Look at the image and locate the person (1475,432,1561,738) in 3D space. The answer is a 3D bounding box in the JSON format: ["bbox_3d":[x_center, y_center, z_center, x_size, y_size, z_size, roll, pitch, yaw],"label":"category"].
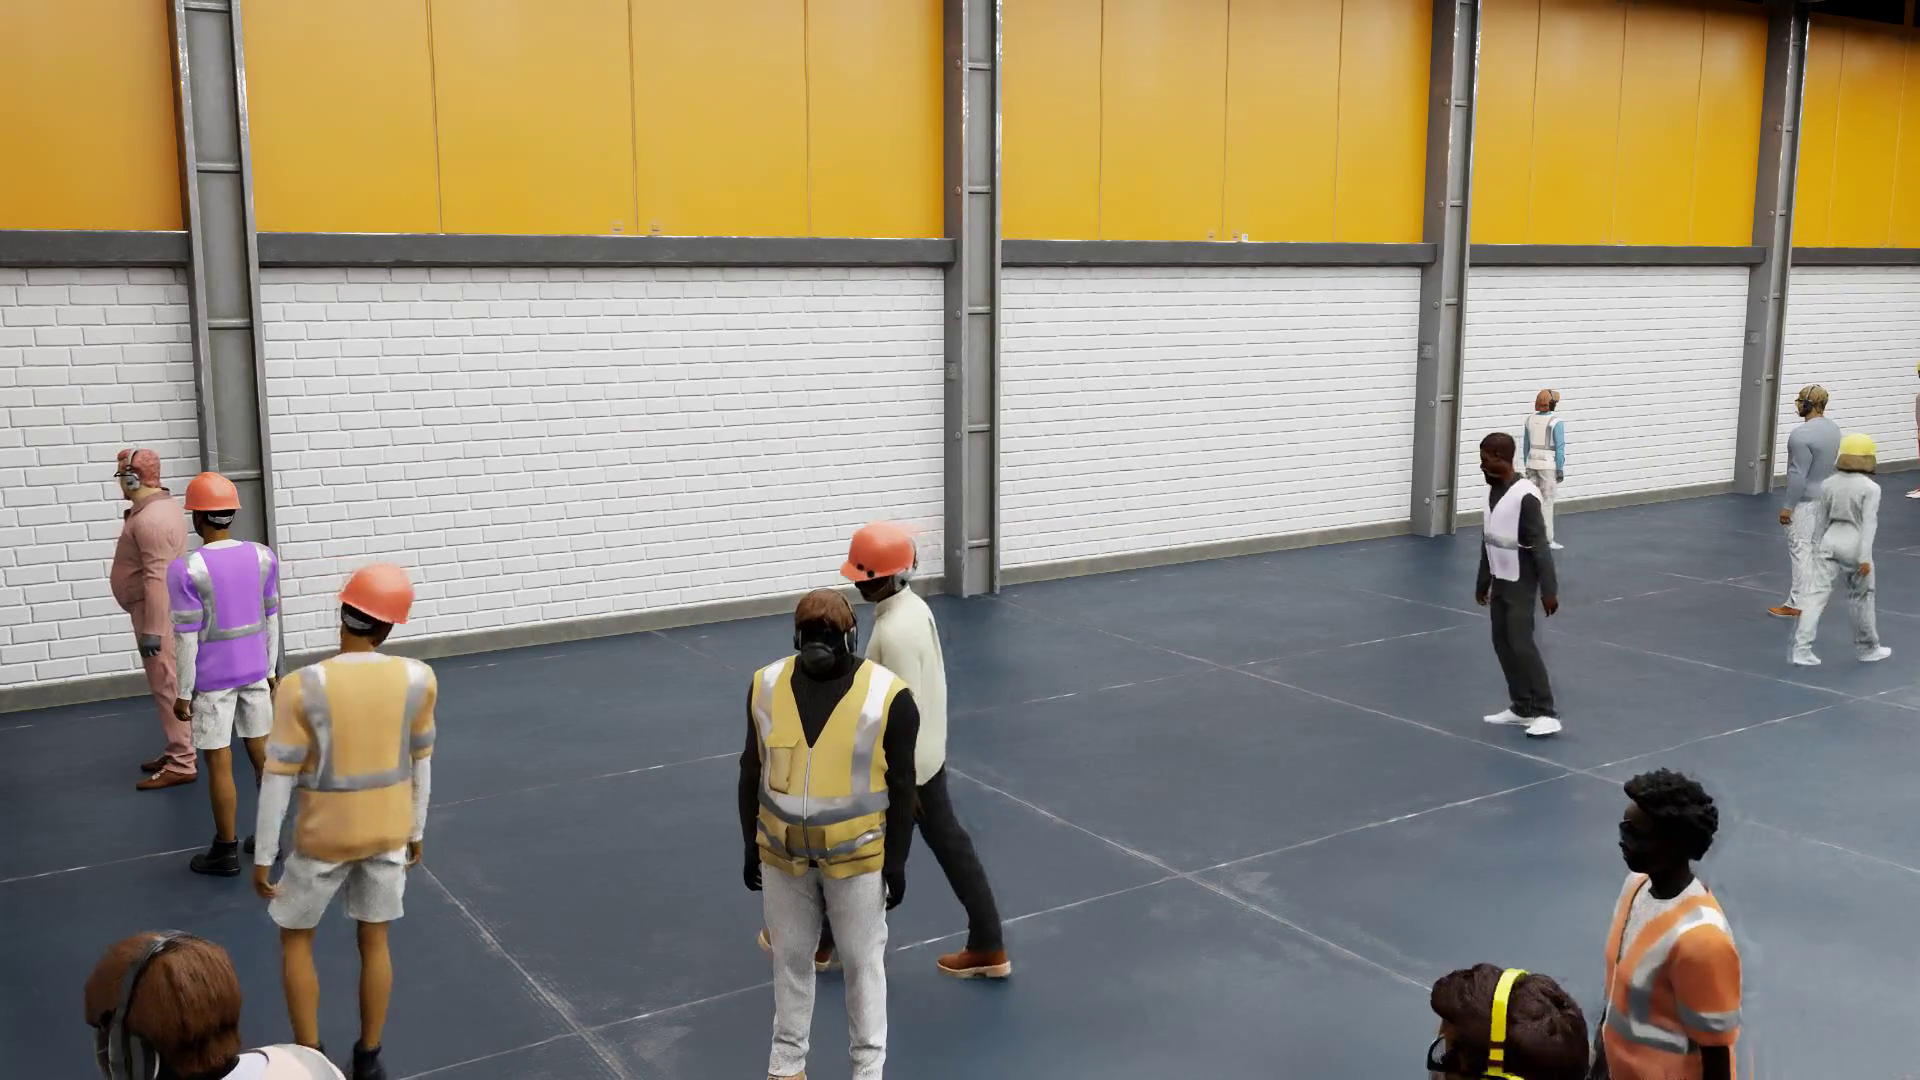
[{"bbox_3d":[3.478,0.266,10.408,0.452,1.872,0.652,-1,9,-7],"label":"person"}]

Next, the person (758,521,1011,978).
[{"bbox_3d":[-0.273,0.856,6.723,1.069,1.914,0.678,1,10,8],"label":"person"}]

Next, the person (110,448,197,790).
[{"bbox_3d":[-4.516,0.434,9.308,0.399,1.905,0.643,-3,10,-18],"label":"person"}]

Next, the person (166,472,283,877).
[{"bbox_3d":[-3.521,0.640,7.965,0.359,1.938,0.545,6,11,31],"label":"person"}]

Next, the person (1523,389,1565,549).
[{"bbox_3d":[5.988,-0.724,17.075,0.309,1.641,0.512,-5,11,-28],"label":"person"}]

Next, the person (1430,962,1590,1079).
[{"bbox_3d":[0.858,1.571,2.633,0.577,1.843,0.543,5,11,29],"label":"person"}]

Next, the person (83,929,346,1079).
[{"bbox_3d":[-1.277,1.541,2.825,0.429,1.840,0.633,2,10,12],"label":"person"}]

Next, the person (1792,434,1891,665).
[{"bbox_3d":[6.451,0.072,12.101,0.897,1.691,0.503,-4,10,-24],"label":"person"}]

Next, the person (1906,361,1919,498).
[{"bbox_3d":[12.039,-1.397,20.763,0.329,1.764,0.524,7,12,36],"label":"person"}]

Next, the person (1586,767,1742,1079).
[{"bbox_3d":[1.773,1.390,4.284,0.895,1.644,0.547,1,10,8],"label":"person"}]

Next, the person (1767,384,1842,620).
[{"bbox_3d":[6.961,-0.311,13.691,0.632,1.940,0.372,-7,12,-38],"label":"person"}]

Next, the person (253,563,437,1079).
[{"bbox_3d":[-2.114,1.031,5.776,0.664,1.887,0.396,-7,12,-36],"label":"person"}]

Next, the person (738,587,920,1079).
[{"bbox_3d":[-0.459,1.070,5.660,0.627,1.845,0.429,2,10,12],"label":"person"}]
